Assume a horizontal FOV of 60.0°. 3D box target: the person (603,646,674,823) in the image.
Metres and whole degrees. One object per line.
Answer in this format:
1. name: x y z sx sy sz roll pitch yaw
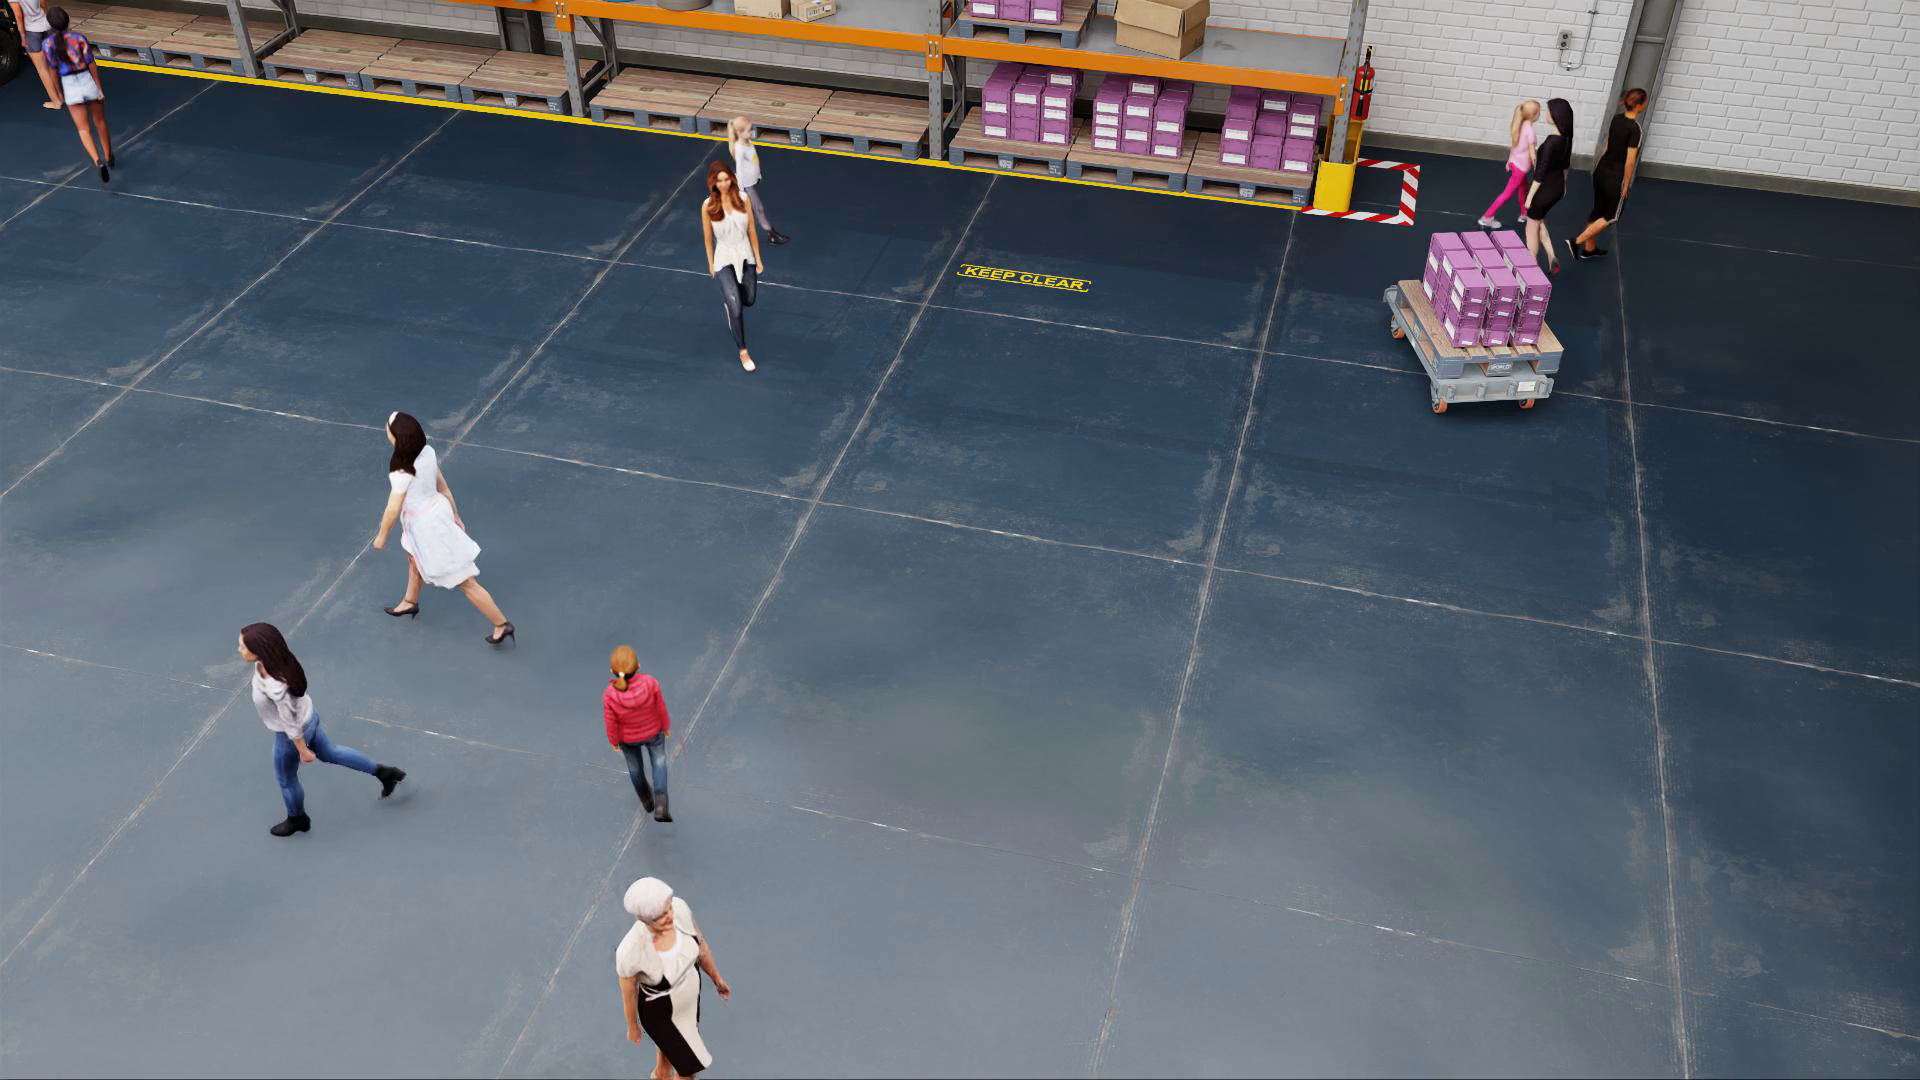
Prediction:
1. person: -1.851 1.169 9.687 0.758 1.309 0.770 -10 40 -12

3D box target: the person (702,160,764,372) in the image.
1. person: -1.874 -2.316 13.682 1.009 1.769 1.050 -17 42 -20

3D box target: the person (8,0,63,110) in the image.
1. person: -9.796 -5.399 17.658 0.584 1.624 0.620 16 41 19

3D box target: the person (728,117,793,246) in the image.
1. person: -2.025 -3.293 15.325 0.915 1.245 0.596 4 39 5

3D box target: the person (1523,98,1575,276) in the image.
1. person: 5.160 -2.957 14.469 0.799 1.787 0.849 -28 46 -30

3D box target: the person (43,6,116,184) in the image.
1. person: -8.569 -4.325 16.237 1.039 1.719 1.065 -17 42 -20

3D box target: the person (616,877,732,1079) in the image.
1. person: -1.477 2.198 8.055 0.780 1.737 0.692 17 42 20

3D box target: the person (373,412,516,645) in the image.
1. person: -3.329 0.008 10.787 1.228 1.750 0.712 6 39 8

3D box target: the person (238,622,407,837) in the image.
1. person: -3.736 1.061 9.584 1.133 1.605 0.933 -9 40 -12

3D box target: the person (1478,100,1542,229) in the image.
1. person: 5.182 -3.487 15.564 0.927 1.250 0.659 -2 39 -3

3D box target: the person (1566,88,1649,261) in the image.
1. person: 5.797 -3.245 14.935 0.903 1.657 0.797 -11 40 -13
